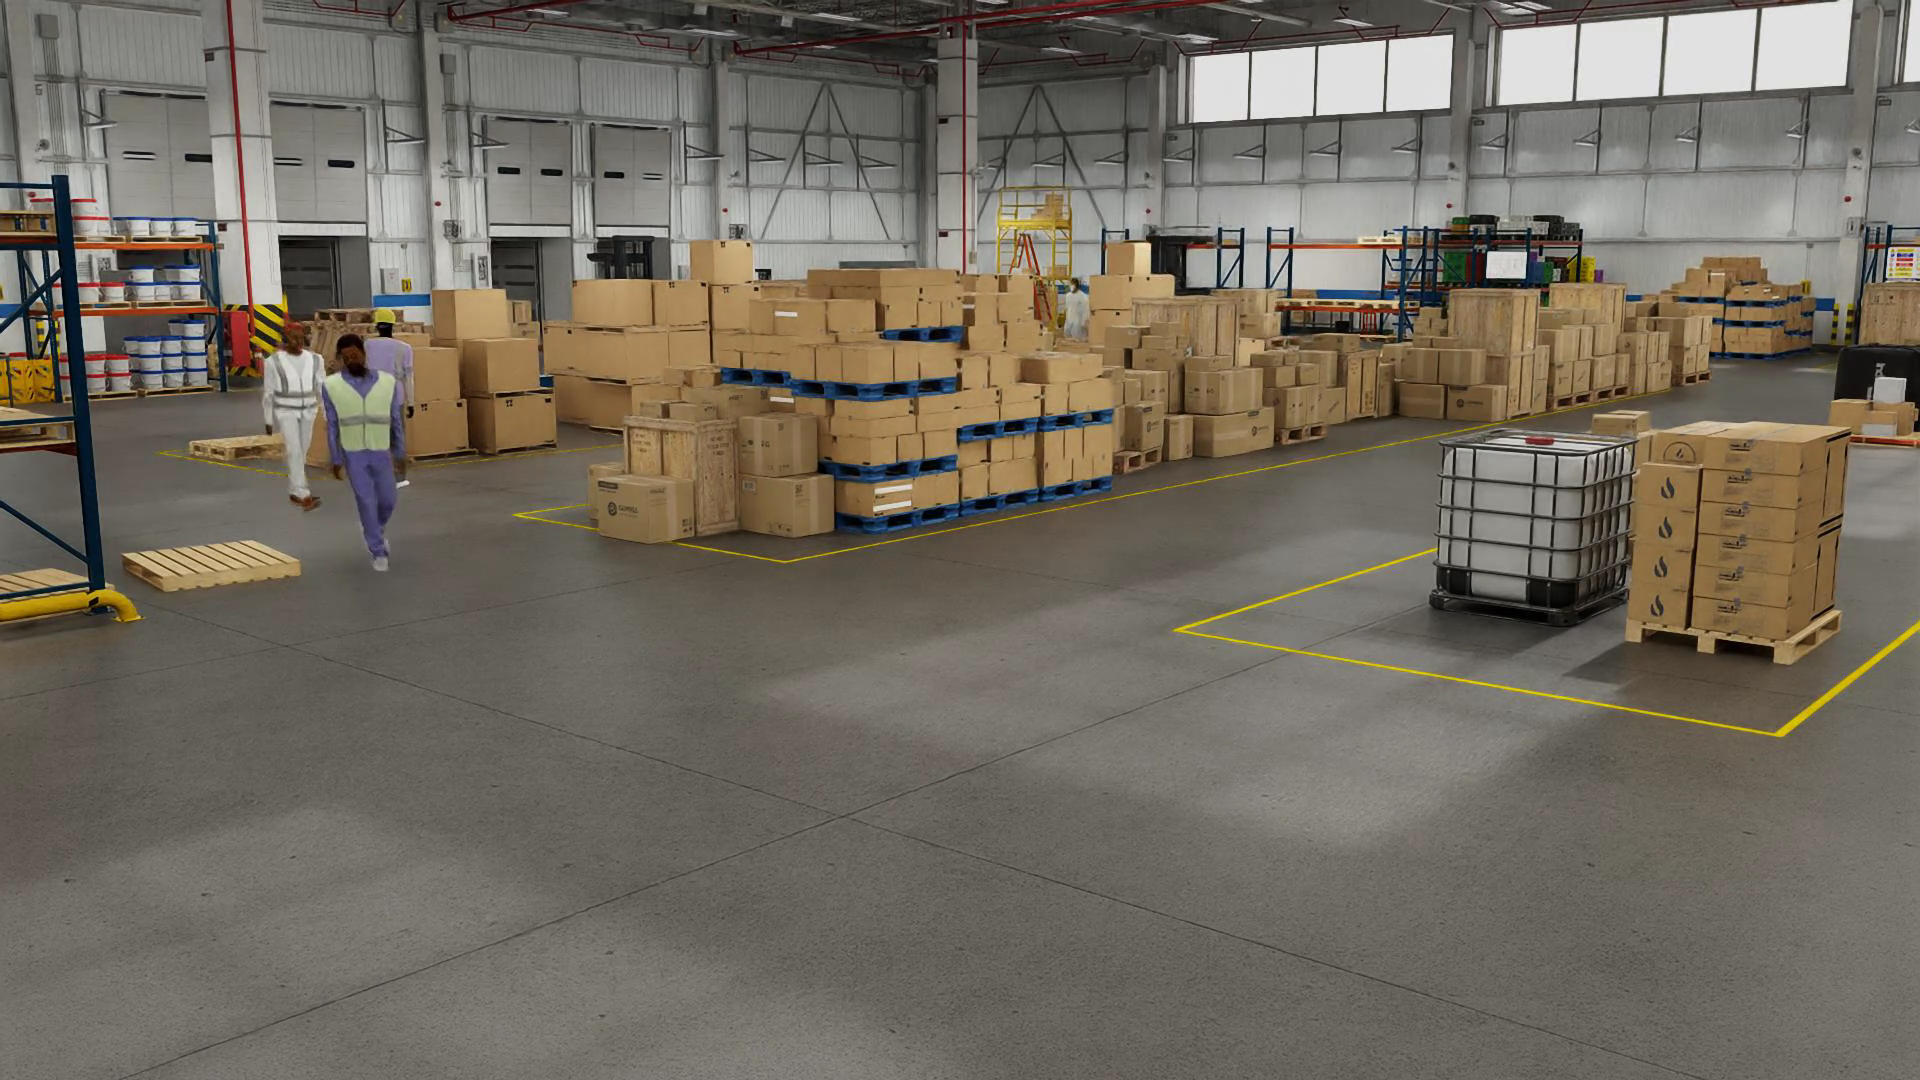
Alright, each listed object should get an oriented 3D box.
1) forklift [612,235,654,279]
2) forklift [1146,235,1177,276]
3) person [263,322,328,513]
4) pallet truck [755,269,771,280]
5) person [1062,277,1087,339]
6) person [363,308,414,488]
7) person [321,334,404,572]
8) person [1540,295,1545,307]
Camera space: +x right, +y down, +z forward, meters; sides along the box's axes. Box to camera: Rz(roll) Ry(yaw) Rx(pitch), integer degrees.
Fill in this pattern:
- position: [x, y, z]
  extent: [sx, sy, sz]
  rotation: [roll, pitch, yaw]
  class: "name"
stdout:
- position: [-7.300, -5.450, 37.421]
  extent: [1.873, 2.768, 1.129]
  rotation: [8, 13, 40]
  class: "forklift"
- position: [4.546, -5.511, 37.772]
  extent: [1.873, 2.768, 1.129]
  rotation: [7, 12, 34]
  class: "forklift"
- position: [-6.424, -1.195, 16.184]
  extent: [0.984, 1.824, 0.578]
  rotation: [10, 14, 44]
  class: "person"
- position: [-4.996, -6.432, 45.525]
  extent: [1.885, 1.965, 0.823]
  rotation: [-6, 12, -32]
  class: "pallet truck"
- position: [2.436, -4.623, 35.437]
  extent: [0.438, 1.920, 0.652]
  rotation: [-7, 12, -36]
  class: "person"
- position: [-6.115, -1.508, 17.759]
  extent: [0.586, 1.911, 0.436]
  rotation: [-1, 10, -8]
  class: "person"
- position: [-4.747, -0.703, 13.235]
  extent: [0.592, 1.888, 0.608]
  rotation: [-6, 11, -30]
  class: "person"
- position: [11.355, -4.023, 32.860]
  extent: [0.586, 1.619, 0.528]
  rotation: [-5, 11, -27]
  class: "person"
